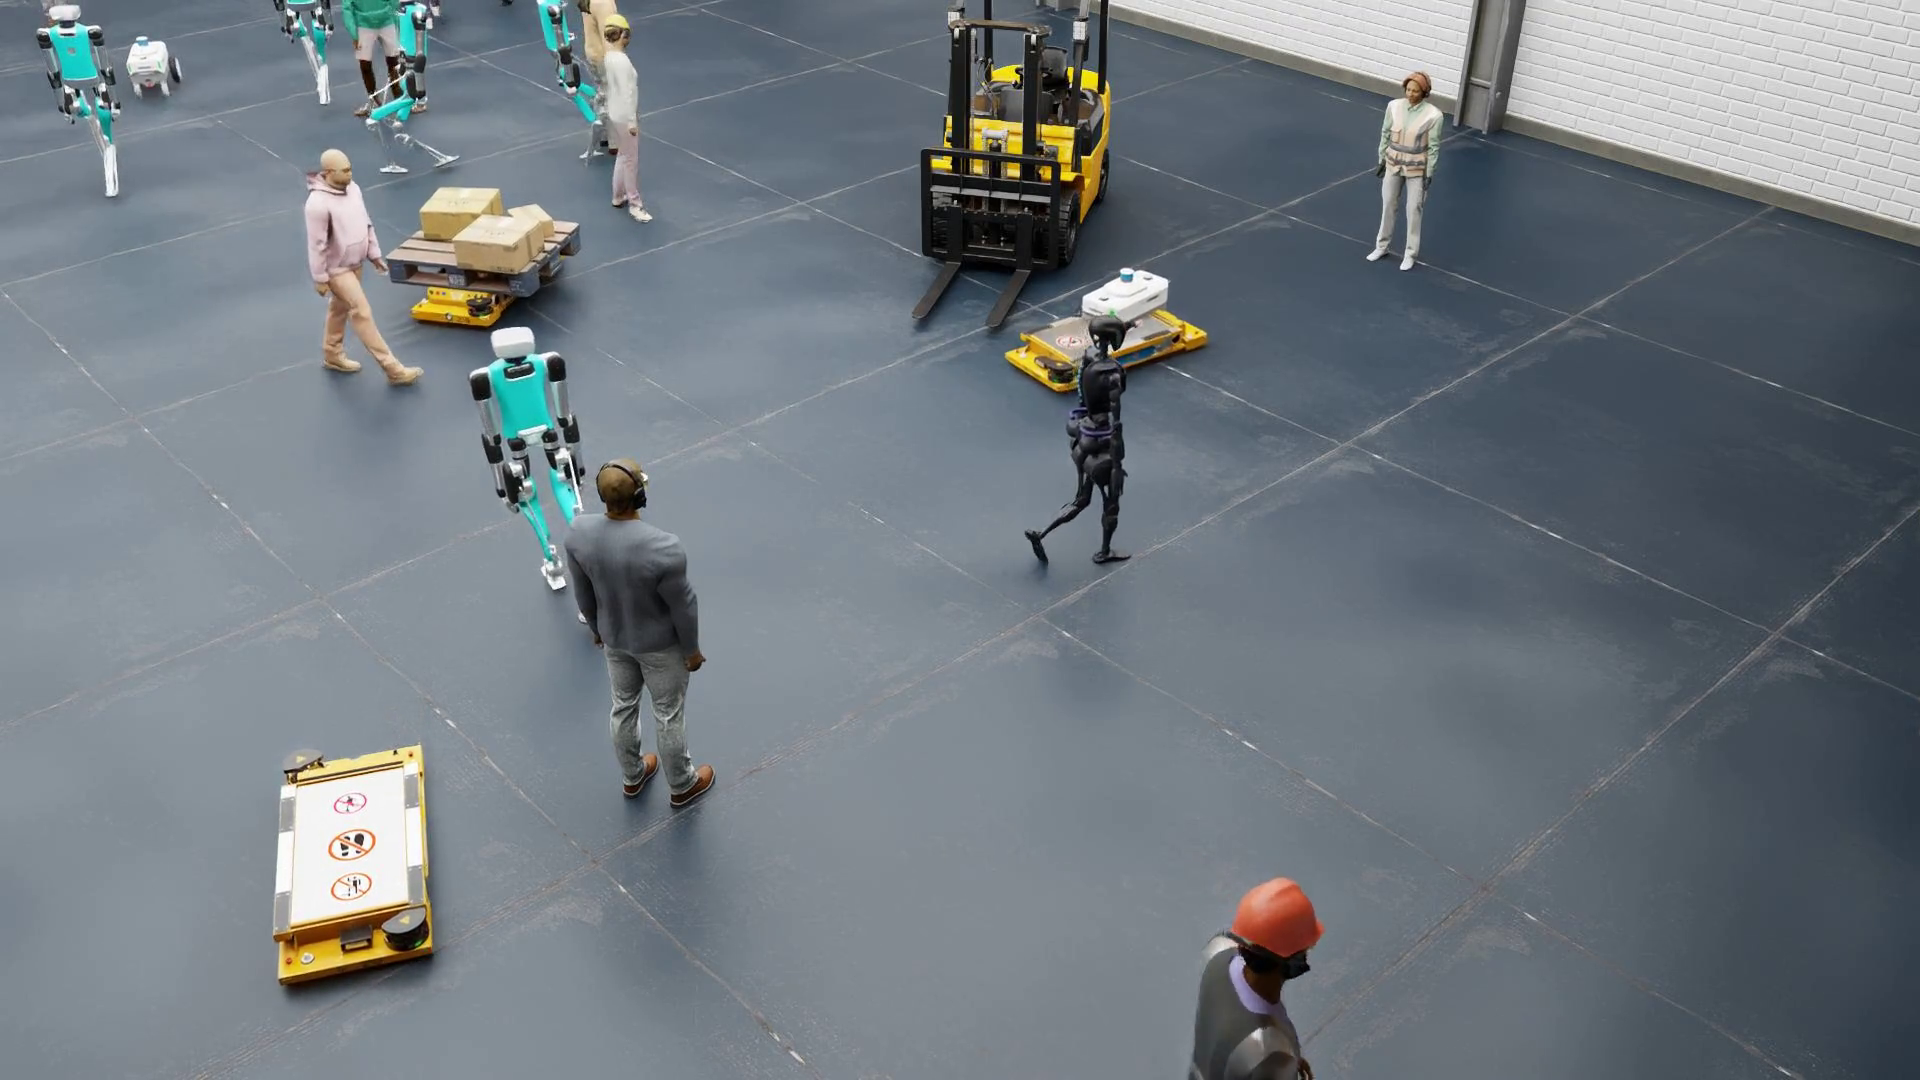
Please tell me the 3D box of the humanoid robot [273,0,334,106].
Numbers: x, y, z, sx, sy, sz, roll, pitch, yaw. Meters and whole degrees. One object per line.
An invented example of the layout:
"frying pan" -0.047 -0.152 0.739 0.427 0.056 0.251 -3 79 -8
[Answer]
"humanoid robot" -6.669 -5.322 17.027 0.545 1.741 1.026 -8 34 -11

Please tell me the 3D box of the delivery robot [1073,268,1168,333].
"delivery robot" 1.244 -1.765 12.618 0.499 0.589 0.784 28 42 36

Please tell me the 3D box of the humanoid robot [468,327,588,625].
"humanoid robot" -2.272 -0.236 9.241 0.537 1.762 1.033 -16 36 -23

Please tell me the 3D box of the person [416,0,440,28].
"person" -6.414 -7.029 19.556 0.770 1.821 0.873 -15 36 -22

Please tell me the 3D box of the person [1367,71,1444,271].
"person" 3.636 -3.012 13.554 0.517 1.632 0.316 25 41 33

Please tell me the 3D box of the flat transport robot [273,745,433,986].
"flat transport robot" -2.877 1.476 7.905 0.659 0.231 1.431 -9 34 -14

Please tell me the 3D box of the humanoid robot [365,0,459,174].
"humanoid robot" -5.185 -4.133 15.201 0.981 1.747 0.541 -18 37 -26

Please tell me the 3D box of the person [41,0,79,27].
"person" -10.779 -6.899 19.518 0.341 1.643 0.486 10 34 15

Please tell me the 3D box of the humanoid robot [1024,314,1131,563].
"humanoid robot" 0.733 -0.558 9.757 0.652 1.628 0.609 -10 34 -15

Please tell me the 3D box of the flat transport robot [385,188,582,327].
"flat transport robot" -3.799 -2.129 13.445 0.659 0.231 1.431 7 34 11

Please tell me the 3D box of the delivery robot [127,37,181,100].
"delivery robot" -8.602 -5.030 17.657 0.499 0.611 0.804 -10 34 -15

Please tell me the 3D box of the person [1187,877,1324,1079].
"person" 1.014 1.935 5.602 0.512 2.012 0.606 -10 34 -15

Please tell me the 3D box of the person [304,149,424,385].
"person" -4.317 -1.928 11.792 0.894 1.734 0.524 7 34 11

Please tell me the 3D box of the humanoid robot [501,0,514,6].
"humanoid robot" -5.616 -7.285 20.084 0.588 1.648 0.463 9 34 13

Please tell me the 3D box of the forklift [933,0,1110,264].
"forklift" 0.570 -3.725 14.138 1.214 2.155 2.313 9 34 13

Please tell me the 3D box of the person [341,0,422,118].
"person" -5.874 -5.145 16.668 0.674 1.821 0.373 -14 36 -21

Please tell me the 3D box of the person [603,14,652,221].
"person" -2.917 -3.666 14.479 0.323 1.722 0.644 -12 35 -18

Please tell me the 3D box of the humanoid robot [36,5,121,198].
"humanoid robot" -7.837 -4.009 15.033 0.538 1.763 1.028 -10 34 -14

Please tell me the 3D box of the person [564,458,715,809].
"person" -1.514 0.460 7.937 0.630 1.940 0.373 11 35 17

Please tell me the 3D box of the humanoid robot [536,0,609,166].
"humanoid robot" -3.513 -4.330 15.549 0.714 1.856 0.543 -14 35 -20

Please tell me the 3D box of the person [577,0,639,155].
"person" -3.376 -4.593 15.772 0.410 1.871 0.546 -17 37 -24

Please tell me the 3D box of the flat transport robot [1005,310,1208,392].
"flat transport robot" 1.104 -1.482 12.451 1.431 0.231 0.659 -21 38 -29
